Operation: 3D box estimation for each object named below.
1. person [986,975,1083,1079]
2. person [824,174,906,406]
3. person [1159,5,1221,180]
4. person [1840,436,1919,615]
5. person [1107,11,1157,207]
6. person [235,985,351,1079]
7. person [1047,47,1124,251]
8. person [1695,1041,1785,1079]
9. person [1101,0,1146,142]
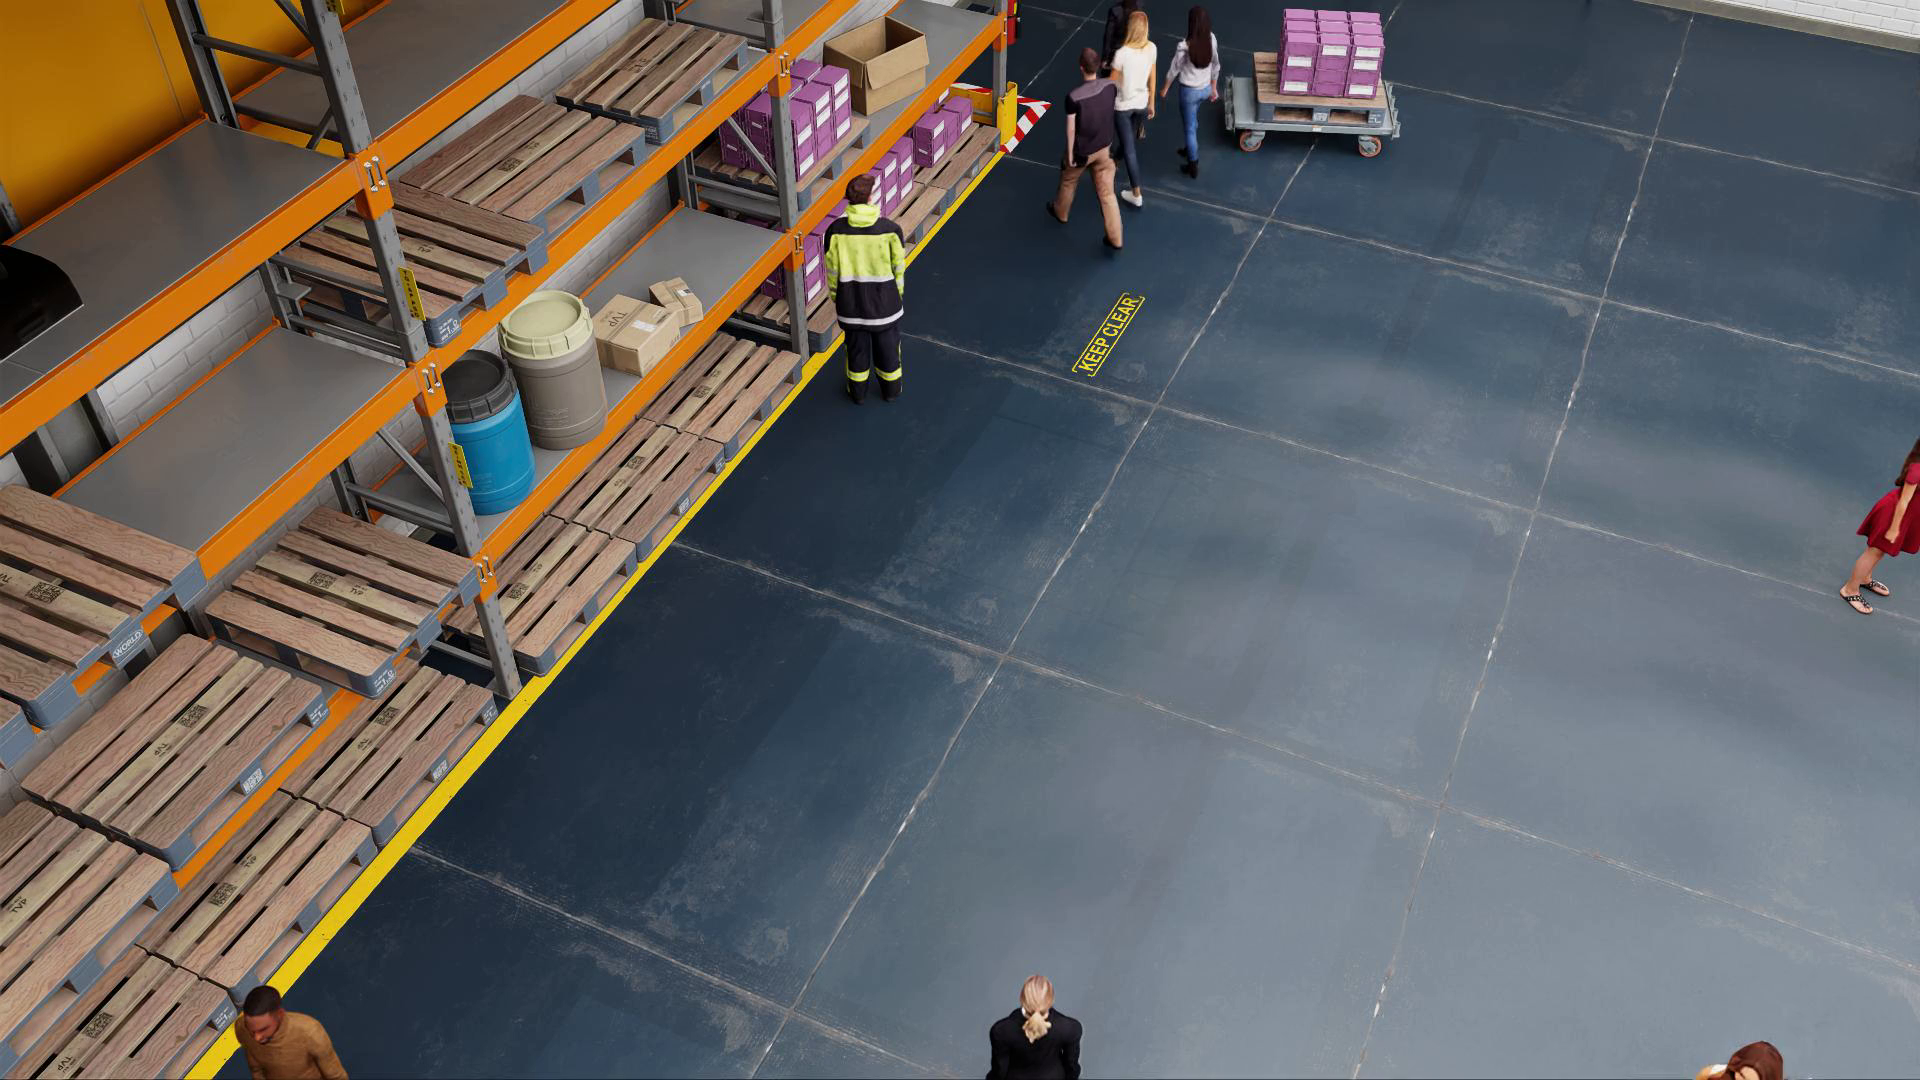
[{"bbox_3d":[0.354,2.668,8.169,0.697,1.705,0.695,-3,44,-3],"label":"person"},{"bbox_3d":[-0.715,-1.904,12.771,0.865,1.978,0.837,-2,44,-2],"label":"person"},{"bbox_3d":[2.214,-4.087,15.326,0.764,1.613,0.834,-28,50,-26],"label":"person"},{"bbox_3d":[6.384,-0.190,11.281,0.639,1.552,0.698,-33,52,-30],"label":"person"},{"bbox_3d":[1.570,-3.829,14.942,1.058,1.770,1.012,-23,48,-22],"label":"person"},{"bbox_3d":[-3.155,2.678,8.080,0.690,1.814,0.646,6,44,7],"label":"person"},{"bbox_3d":[1.183,-3.349,14.422,1.219,1.793,1.248,-17,46,-17],"label":"person"},{"bbox_3d":[3.601,2.882,7.900,1.047,1.767,0.812,-34,53,-30],"label":"person"},{"bbox_3d":[1.561,-4.519,15.720,0.963,1.696,0.974,-20,47,-20],"label":"person"}]
